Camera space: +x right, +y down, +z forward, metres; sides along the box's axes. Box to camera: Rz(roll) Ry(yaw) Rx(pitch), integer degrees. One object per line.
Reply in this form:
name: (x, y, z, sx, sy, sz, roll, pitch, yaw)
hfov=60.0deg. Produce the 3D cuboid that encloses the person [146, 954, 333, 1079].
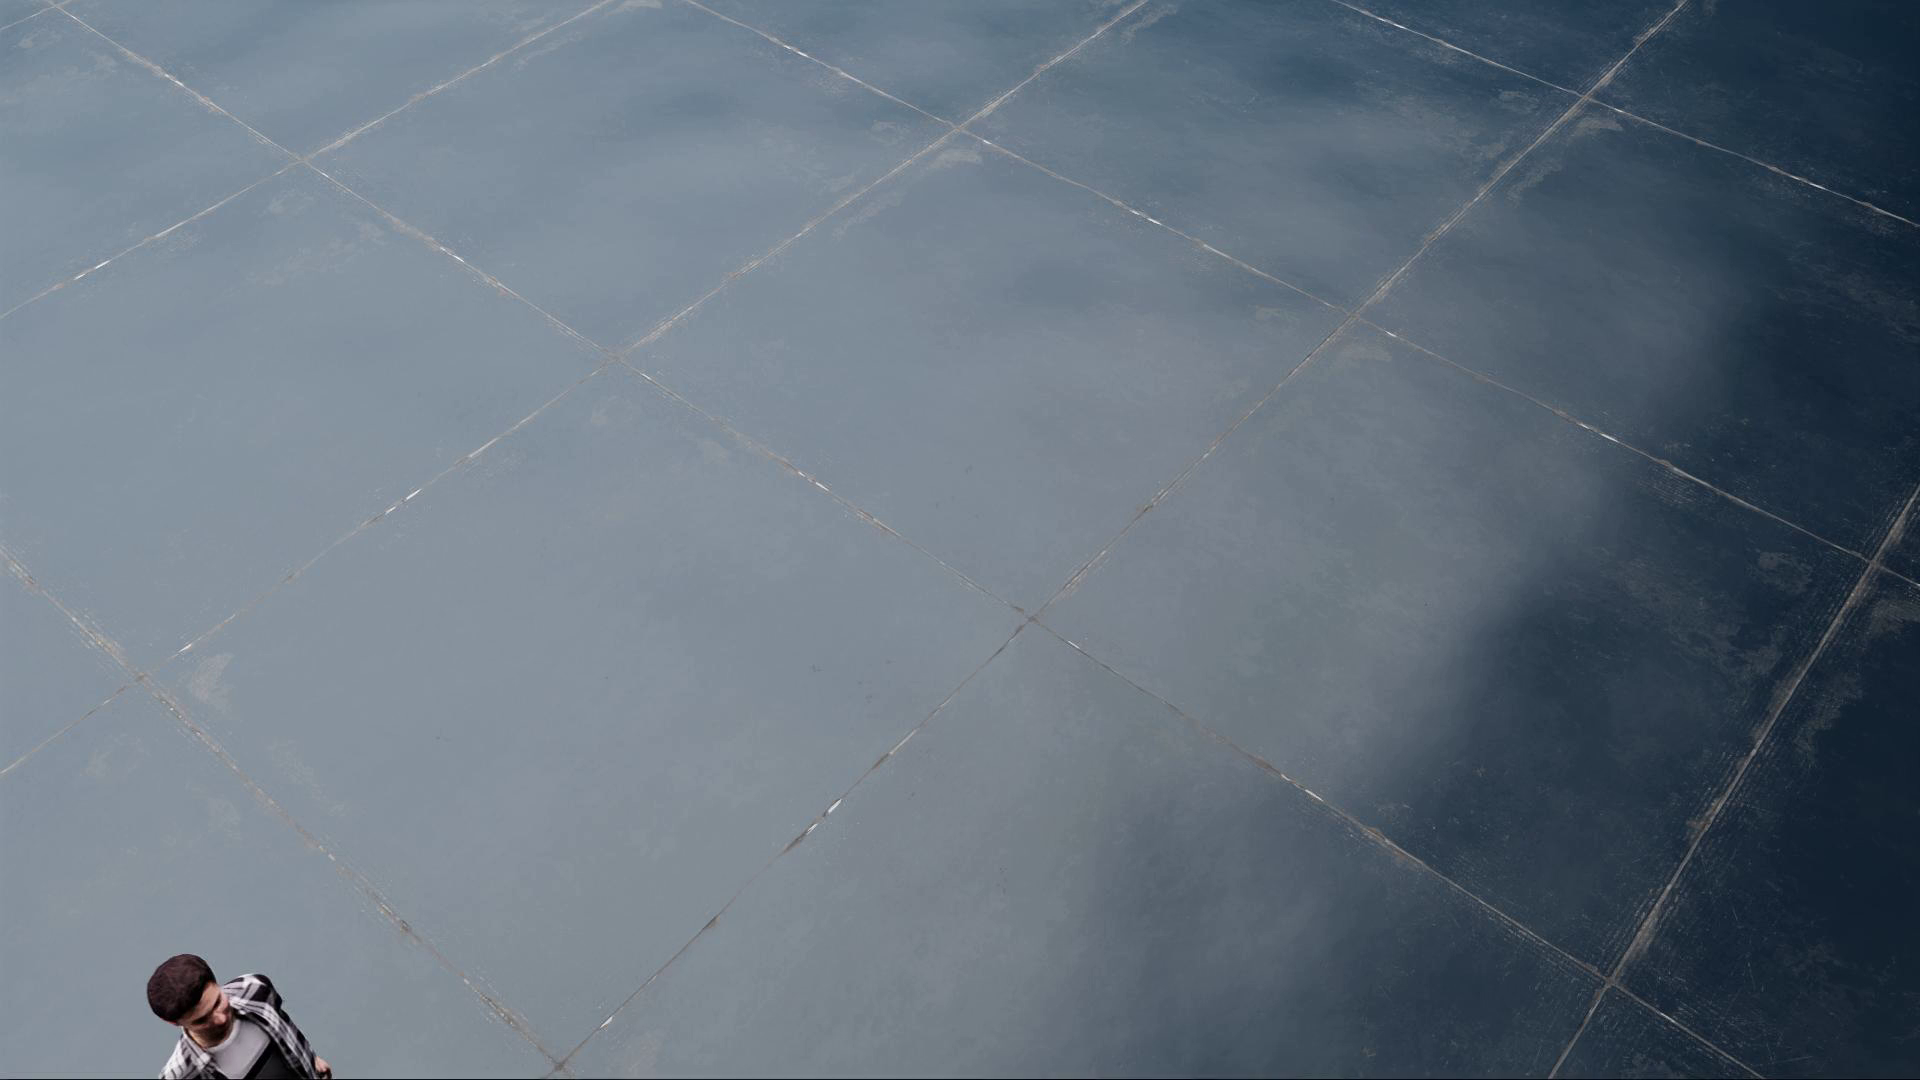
person: (-2.283, 1.881, 5.476, 0.746, 1.808, 0.573, 17, 50, 15)
